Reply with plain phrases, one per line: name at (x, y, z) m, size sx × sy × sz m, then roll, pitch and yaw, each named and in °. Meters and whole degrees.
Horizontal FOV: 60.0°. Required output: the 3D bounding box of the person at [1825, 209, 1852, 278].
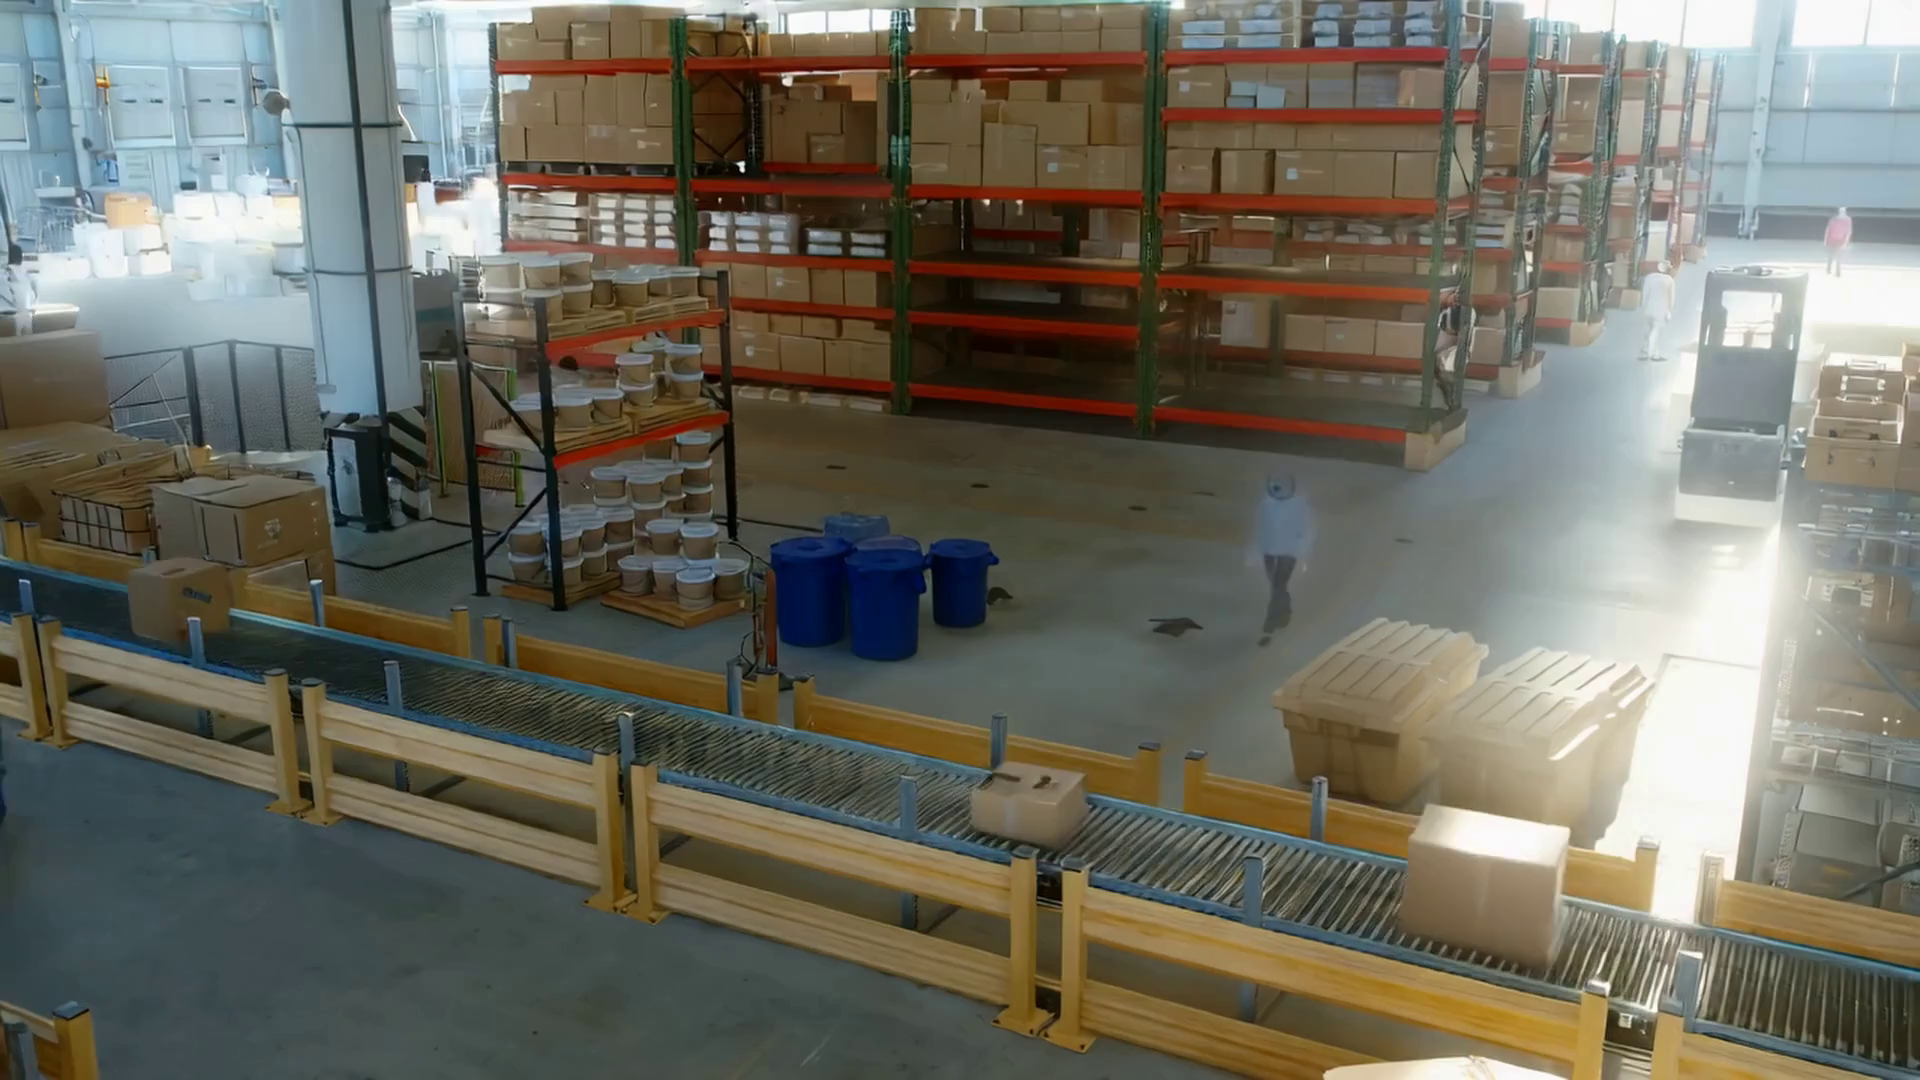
person at (24.182, -8.180, 45.837) m, size 0.639 × 1.853 × 1.040 m, roll 5°, pitch 16°, yaw 17°

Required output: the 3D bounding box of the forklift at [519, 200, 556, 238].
forklift at (-8.431, -5.497, 33.765) m, size 1.873 × 2.768 × 1.129 m, roll 8°, pitch 17°, yaw 28°

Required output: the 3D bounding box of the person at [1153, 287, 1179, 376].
person at (3.683, -3.716, 29.356) m, size 0.643 × 1.673 × 0.557 m, roll 6°, pitch 16°, yaw 22°

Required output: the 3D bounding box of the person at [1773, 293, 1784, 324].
person at (15.493, -4.212, 31.342) m, size 0.283 × 1.624 × 0.494 m, roll 0°, pitch 15°, yaw -1°

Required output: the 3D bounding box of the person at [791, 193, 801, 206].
person at (-5.312, -10.320, 53.695) m, size 0.354 × 1.942 × 0.545 m, roll -14°, pitch 20°, yaw -42°

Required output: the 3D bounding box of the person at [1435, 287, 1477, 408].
person at (7.734, -3.009, 26.013) m, size 0.607 × 2.044 × 0.371 m, roll -1°, pitch 15°, yaw -2°

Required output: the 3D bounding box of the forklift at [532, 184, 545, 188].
forklift at (-16.254, -13.594, 64.203) m, size 1.873 × 2.768 × 1.129 m, roll 1°, pitch 15°, yaw 2°

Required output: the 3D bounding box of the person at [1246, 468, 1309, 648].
person at (2.905, 0.118, 15.135) m, size 0.513 × 1.593 × 0.868 m, roll 11°, pitch 18°, yaw 35°

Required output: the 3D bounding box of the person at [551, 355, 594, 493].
person at (-4.841, -1.451, 20.780) m, size 0.925 × 1.709 × 0.538 m, roll 11°, pitch 19°, yaw 37°

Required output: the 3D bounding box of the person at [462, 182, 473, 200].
person at (-18.832, -12.881, 63.787) m, size 0.535 × 1.685 × 0.462 m, roll 10°, pitch 18°, yaw 32°

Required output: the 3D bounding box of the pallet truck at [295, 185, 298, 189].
pallet truck at (-26.804, -14.617, 69.738) m, size 1.885 × 1.965 × 0.823 m, roll -14°, pitch 20°, yaw -42°

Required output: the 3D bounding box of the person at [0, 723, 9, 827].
person at (-6.111, 1.341, 10.081) m, size 0.475 × 1.821 × 0.612 m, roll 9°, pitch 17°, yaw 31°

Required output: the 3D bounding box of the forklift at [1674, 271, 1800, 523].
forklift at (9.269, -1.763, 19.726) m, size 1.129 × 2.768 × 1.873 m, roll 8°, pitch 17°, yaw 27°

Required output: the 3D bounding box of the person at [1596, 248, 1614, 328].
person at (13.831, -5.406, 35.687) m, size 0.319 × 1.695 × 0.539 m, roll 8°, pitch 17°, yaw 28°

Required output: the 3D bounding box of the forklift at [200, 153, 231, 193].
forklift at (-27.439, -12.865, 61.464) m, size 1.873 × 2.768 × 1.129 m, roll 8°, pitch 17°, yaw 28°

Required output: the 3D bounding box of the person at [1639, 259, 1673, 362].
person at (13.069, -4.304, 31.170) m, size 0.400 × 1.899 × 0.649 m, roll -7°, pitch 17°, yaw -26°

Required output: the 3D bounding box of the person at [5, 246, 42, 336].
person at (-18.901, -4.969, 33.591) m, size 0.410 × 1.944 × 0.763 m, roll 3°, pitch 15°, yaw 11°
